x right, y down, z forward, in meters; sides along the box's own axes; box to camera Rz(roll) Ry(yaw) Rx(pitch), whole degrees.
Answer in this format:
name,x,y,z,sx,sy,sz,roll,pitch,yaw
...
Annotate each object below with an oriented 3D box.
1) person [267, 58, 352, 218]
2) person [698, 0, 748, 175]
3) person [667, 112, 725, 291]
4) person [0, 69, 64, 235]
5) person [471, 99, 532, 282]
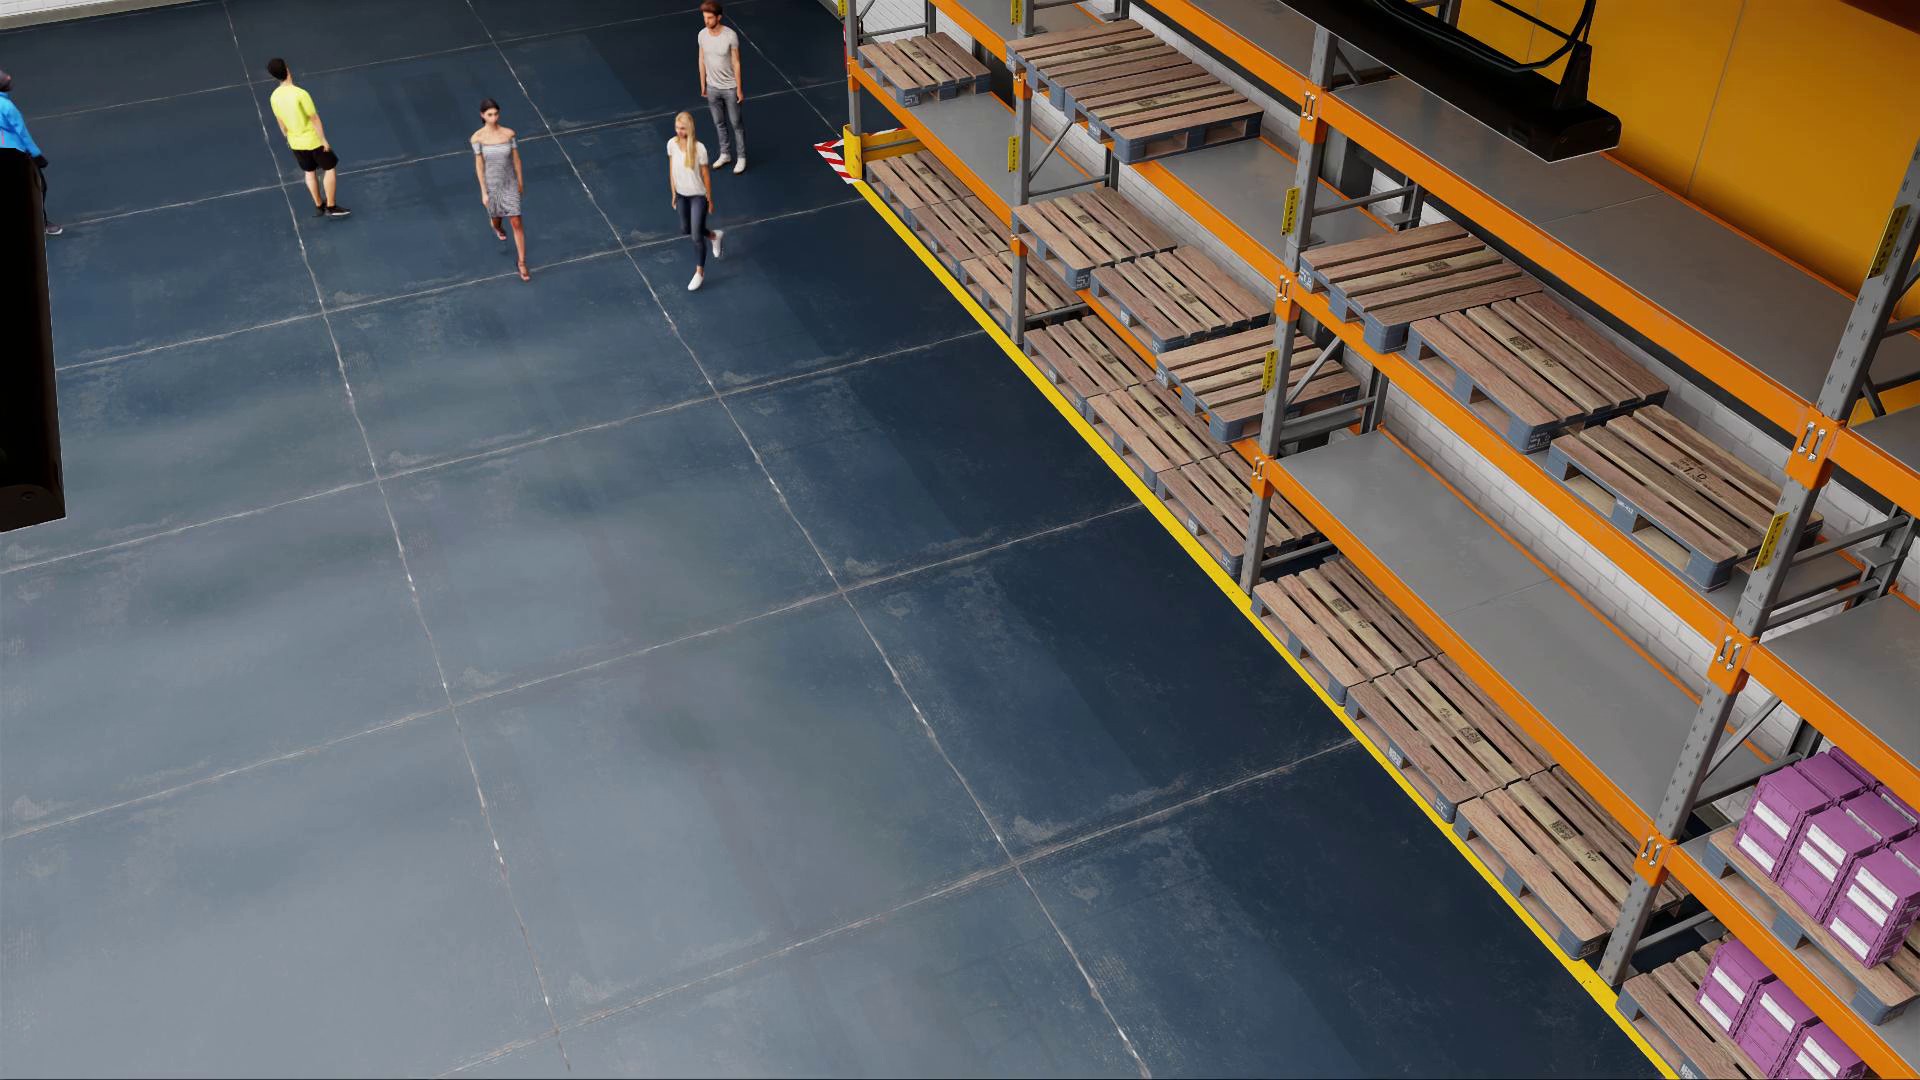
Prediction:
name,x,y,z,sx,sy,sz,roll,pitch,yaw
person,-6.742,-4.125,17.179,0.846,1.680,0.874,14,41,17
person,-2.558,-4.932,18.025,0.754,1.886,0.809,12,40,15
person,-2.543,-3.347,16.117,1.002,1.789,1.008,17,42,21
person,-9.593,-3.935,16.867,0.733,1.773,0.882,13,40,16
person,-4.508,-3.447,16.238,0.608,1.796,1.010,-16,41,-19
